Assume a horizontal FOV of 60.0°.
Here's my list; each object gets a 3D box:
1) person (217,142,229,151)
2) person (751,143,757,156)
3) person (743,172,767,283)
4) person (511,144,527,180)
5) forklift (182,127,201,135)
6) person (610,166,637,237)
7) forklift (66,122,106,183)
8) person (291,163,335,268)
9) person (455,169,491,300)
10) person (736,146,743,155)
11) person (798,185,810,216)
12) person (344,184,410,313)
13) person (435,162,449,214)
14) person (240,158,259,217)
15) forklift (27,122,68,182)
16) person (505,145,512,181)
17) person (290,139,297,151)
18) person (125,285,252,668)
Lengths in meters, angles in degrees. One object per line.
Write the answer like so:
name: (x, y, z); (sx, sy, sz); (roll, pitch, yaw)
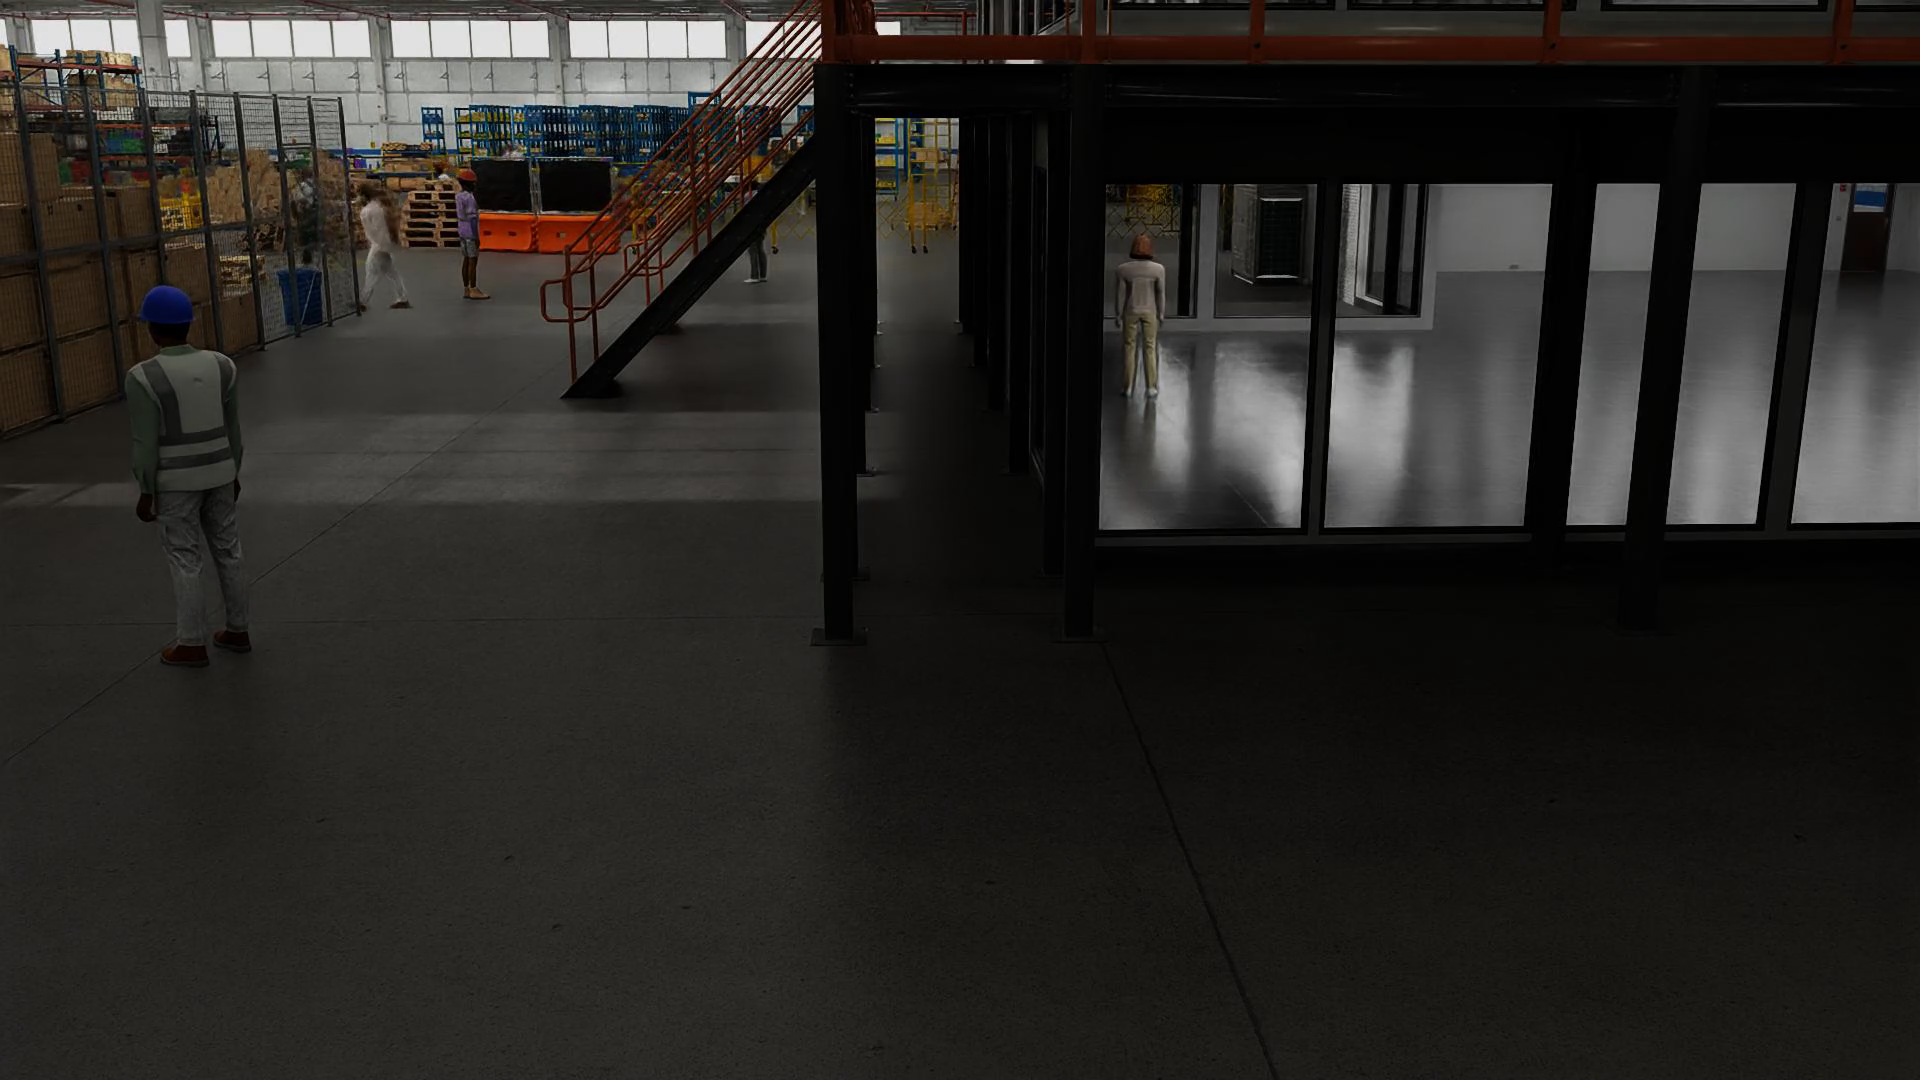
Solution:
person: (-34.572, -17.718, 78.091); (0.608, 1.928, 0.778); (-2, 14, -7)
person: (-9.376, -17.178, 75.873); (0.973, 1.958, 0.623); (3, 14, 11)
person: (-3.632, -5.454, 29.106); (0.415, 1.918, 0.669); (7, 15, 25)
person: (-20.220, -17.178, 76.109); (1.030, 1.847, 0.644); (3, 14, 10)
forklift: (-39.165, -19.912, 84.919); (1.129, 2.768, 1.873); (-1, 14, -2)
person: (-8.193, -8.133, 40.140); (0.693, 1.741, 0.531); (7, 16, 26)
forklift: (-37.834, -16.613, 71.732); (1.129, 2.768, 1.873); (-1, 14, -2)
person: (-12.568, -6.273, 32.107); (0.681, 2.000, 0.694); (2, 14, 9)
person: (-7.759, -4.841, 26.377); (0.368, 2.046, 0.608); (-10, 17, -36)
person: (-10.116, -17.348, 76.891); (0.943, 1.777, 0.613); (1, 14, 4)
person: (-4.856, -10.817, 50.797); (0.556, 1.787, 1.101); (2, 14, 8)
person: (-8.692, -4.315, 24.620); (1.050, 1.864, 0.712); (-8, 16, -30)
person: (-12.444, -8.248, 40.399); (0.878, 1.856, 0.583); (0, 14, -1)
person: (-17.081, -8.195, 39.994); (0.365, 1.939, 0.542); (5, 15, 19)
forklift: (-35.376, -14.773, 64.377); (1.129, 2.768, 1.873); (-1, 14, -2)
person: (-20.421, -16.942, 75.190); (0.474, 1.824, 0.596); (-3, 14, -13)
person: (-36.677, -21.151, 91.782); (0.354, 1.939, 0.544); (10, 17, 34)
person: (-3.929, -0.318, 8.490); (0.381, 1.951, 0.605); (8, 16, 28)
